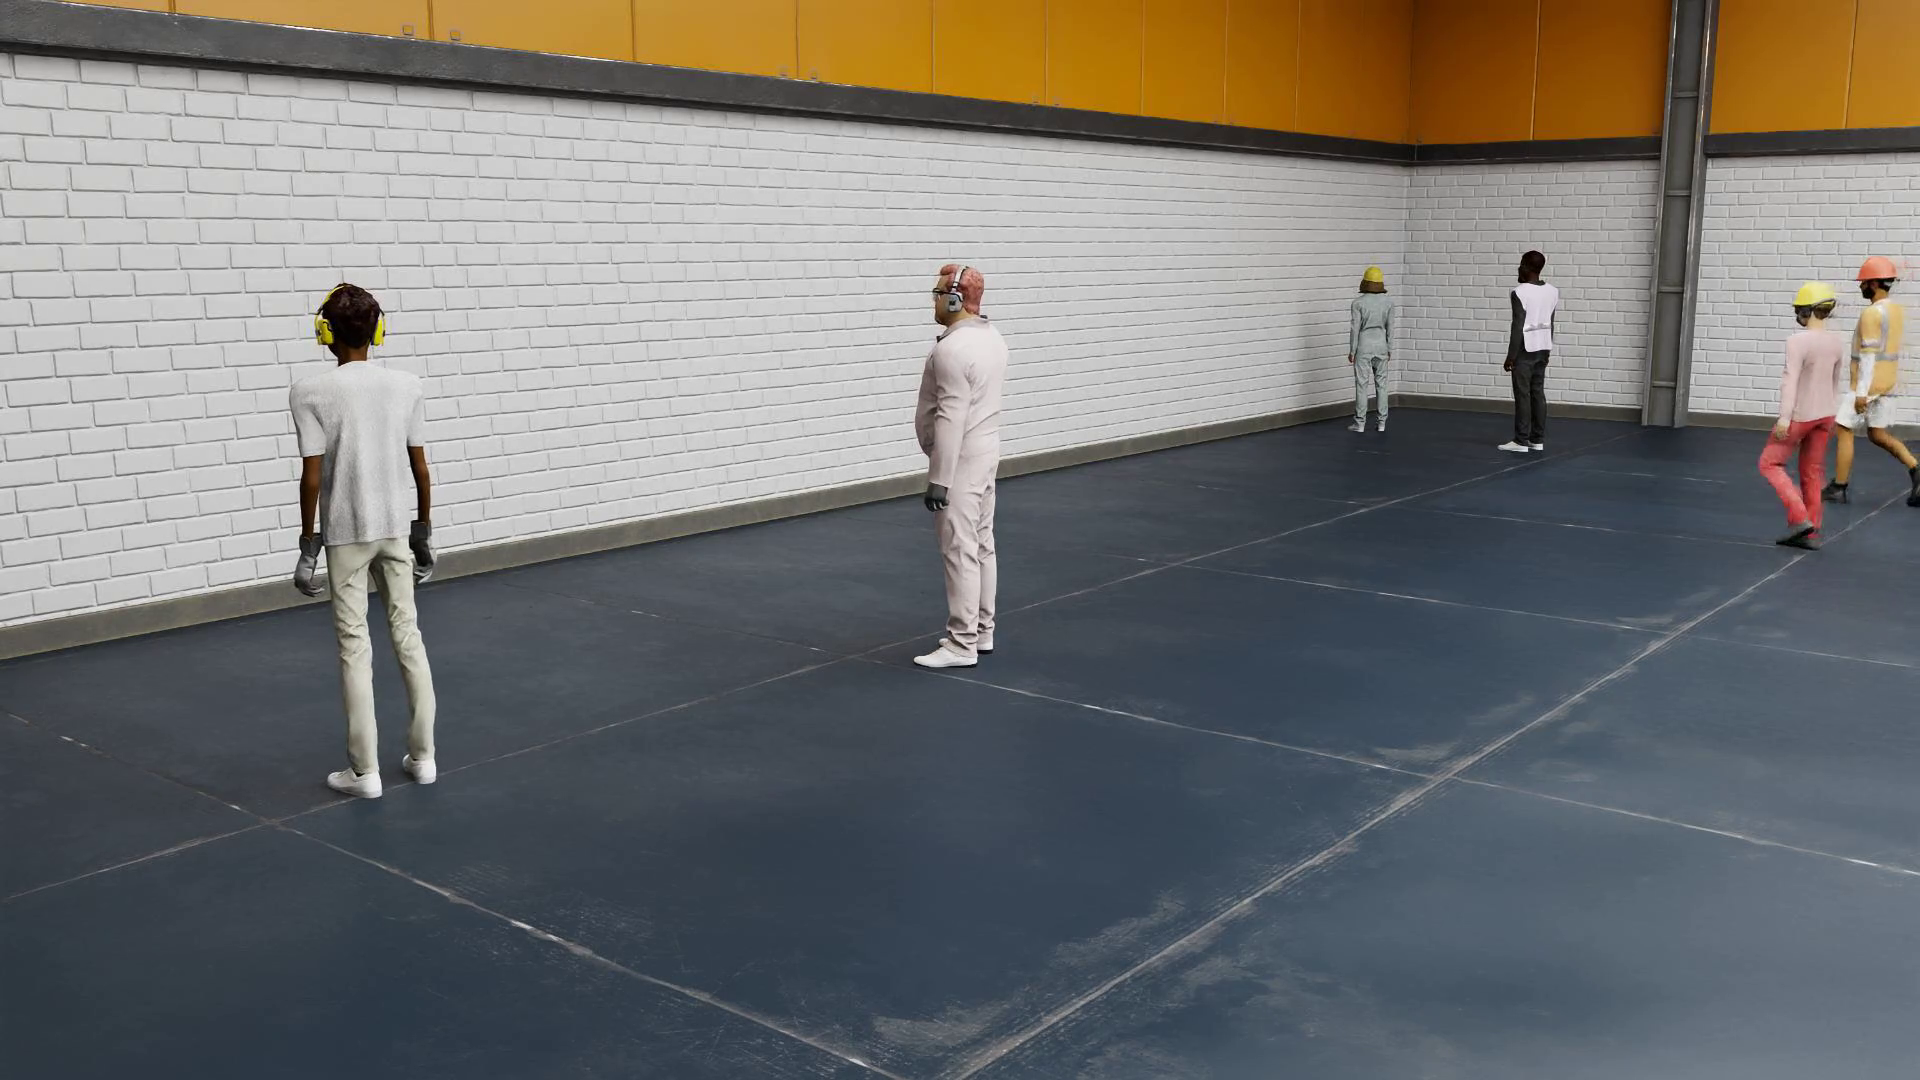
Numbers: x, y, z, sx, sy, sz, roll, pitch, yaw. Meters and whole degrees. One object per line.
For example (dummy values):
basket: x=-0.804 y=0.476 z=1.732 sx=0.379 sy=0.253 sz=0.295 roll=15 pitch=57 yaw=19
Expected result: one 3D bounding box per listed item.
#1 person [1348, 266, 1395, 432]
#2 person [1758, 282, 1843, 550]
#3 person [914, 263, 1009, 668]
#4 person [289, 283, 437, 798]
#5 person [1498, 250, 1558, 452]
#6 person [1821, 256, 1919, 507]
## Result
person: x=4.350 y=-2.017 z=17.624 sx=0.490 sy=1.746 sz=0.286 roll=-2 pitch=10 yaw=-9
person: x=5.505 y=-0.805 z=10.882 sx=0.551 sy=1.751 sz=0.371 roll=-5 pitch=11 yaw=-25
person: x=-0.012 y=-0.348 z=7.920 sx=0.409 sy=1.913 sz=0.642 roll=4 pitch=11 yaw=19
person: x=-2.172 y=0.006 z=6.072 sx=0.526 sy=1.869 sz=0.315 roll=-9 pitch=14 yaw=-42
person: x=5.472 y=-1.805 z=15.965 sx=0.597 sy=1.920 sz=0.379 roll=-7 pitch=12 yaw=-33
person: x=6.951 y=-1.180 z=12.546 sx=0.554 sy=1.910 sz=0.849 roll=-8 pitch=13 yaw=-38
